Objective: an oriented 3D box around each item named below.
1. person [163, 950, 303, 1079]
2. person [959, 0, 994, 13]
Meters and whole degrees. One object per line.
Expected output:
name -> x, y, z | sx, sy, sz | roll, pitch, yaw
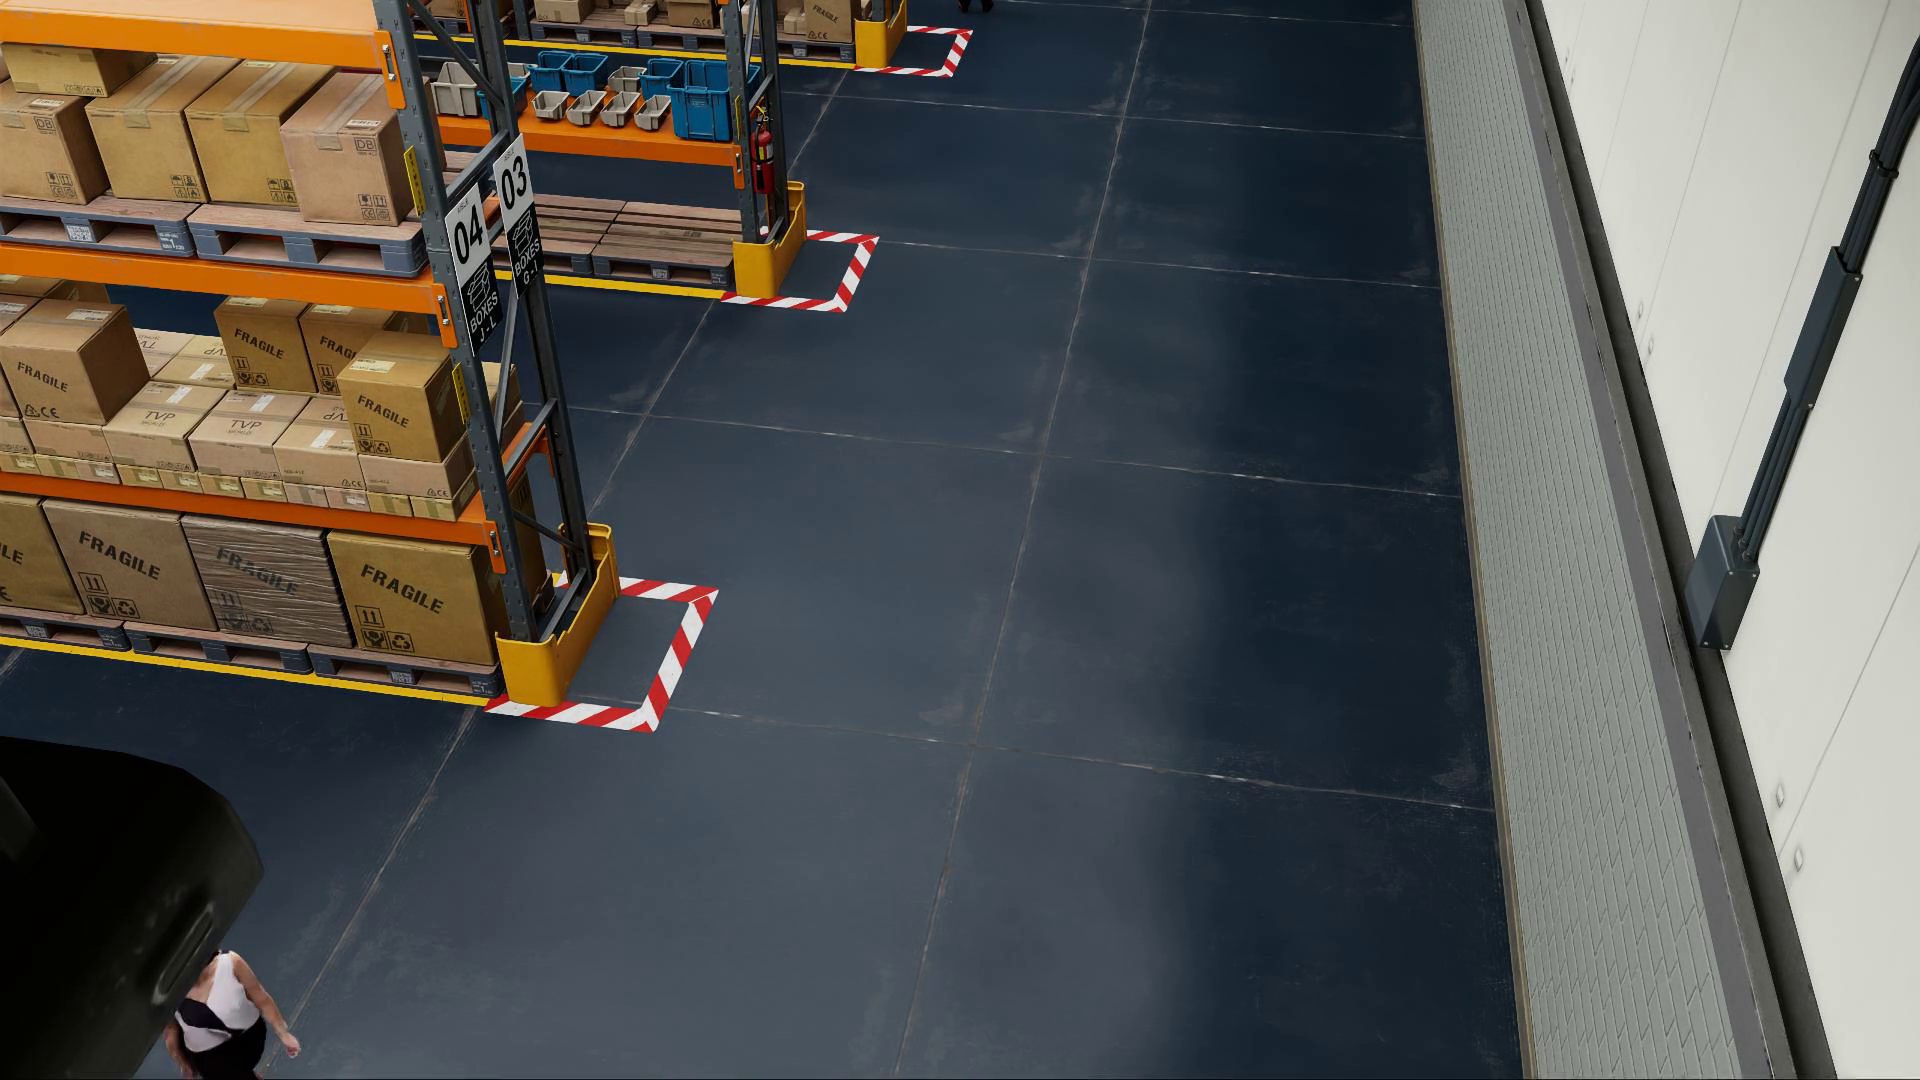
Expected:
person -> -3.192, 2.160, 7.216 | 1.184, 1.597, 0.942 | 26, 45, 29
person -> 0.171, -6.781, 18.518 | 0.586, 1.754, 0.767 | -1, 38, -1
